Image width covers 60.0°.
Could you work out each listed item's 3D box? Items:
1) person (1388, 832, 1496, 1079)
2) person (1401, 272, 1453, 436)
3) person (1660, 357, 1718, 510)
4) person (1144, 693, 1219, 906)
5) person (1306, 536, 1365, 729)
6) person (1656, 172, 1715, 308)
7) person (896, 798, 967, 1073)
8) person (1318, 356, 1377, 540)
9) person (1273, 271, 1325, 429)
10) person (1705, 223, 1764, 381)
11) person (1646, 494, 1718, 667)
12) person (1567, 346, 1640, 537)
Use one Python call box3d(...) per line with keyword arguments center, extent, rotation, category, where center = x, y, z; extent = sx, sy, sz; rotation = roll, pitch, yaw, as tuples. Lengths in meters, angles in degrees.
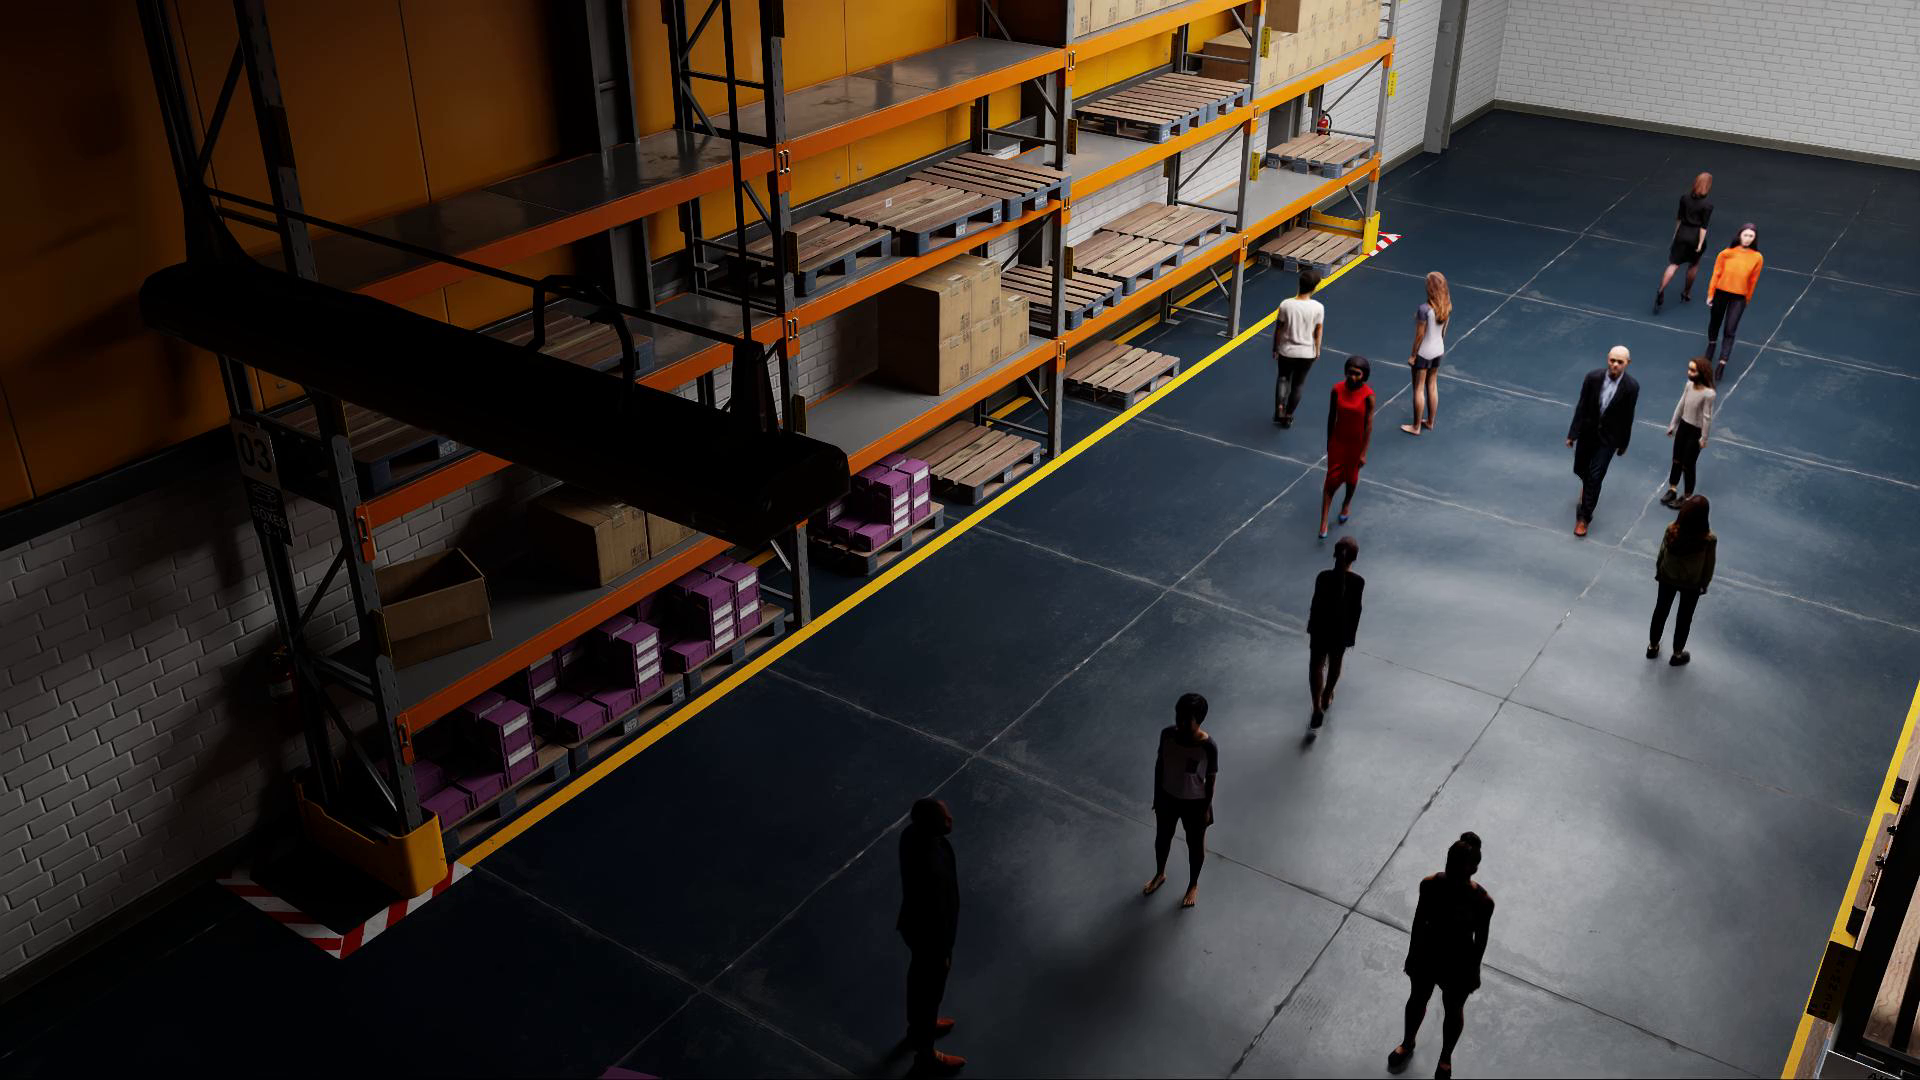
box3d(center=(2.736, 2.344, 9.351), extent=(0.584, 1.674, 0.568), rotation=(16, 32, 27), category="person")
box3d(center=(4.821, -1.923, 17.116), extent=(0.602, 1.729, 0.737), rotation=(-18, 33, -29), category="person")
box3d(center=(6.954, -1.044, 15.765), extent=(0.694, 1.480, 0.650), rotation=(-11, 31, -20), category="person")
box3d(center=(1.446, 1.648, 10.742), extent=(0.574, 1.565, 0.540), rotation=(15, 32, 26), category="person")
box3d(center=(2.796, 0.691, 12.523), extent=(0.797, 1.540, 1.018), rotation=(5, 29, 9), category="person")
box3d(center=(8.830, -3.617, 20.282), extent=(1.105, 1.673, 0.780), rotation=(-22, 35, -34), category="person")
box3d(center=(-0.185, 2.210, 9.448), extent=(0.838, 1.818, 0.775), rotation=(-5, 29, -9), category="person")
box3d(center=(3.589, -0.891, 15.245), extent=(0.727, 1.709, 1.108), rotation=(11, 30, 19), category="person")
box3d(center=(3.472, -1.930, 17.158), extent=(0.742, 1.702, 0.775), rotation=(6, 29, 10), category="person")
box3d(center=(8.590, -2.714, 18.595), extent=(0.720, 1.702, 1.137), rotation=(14, 32, 24), category="person")
box3d(center=(5.761, 0.313, 13.283), extent=(0.591, 1.475, 0.523), rotation=(22, 35, 34), category="person")
box3d(center=(5.899, -0.981, 15.337), extent=(0.668, 1.780, 1.105), rotation=(17, 33, 29), category="person")
